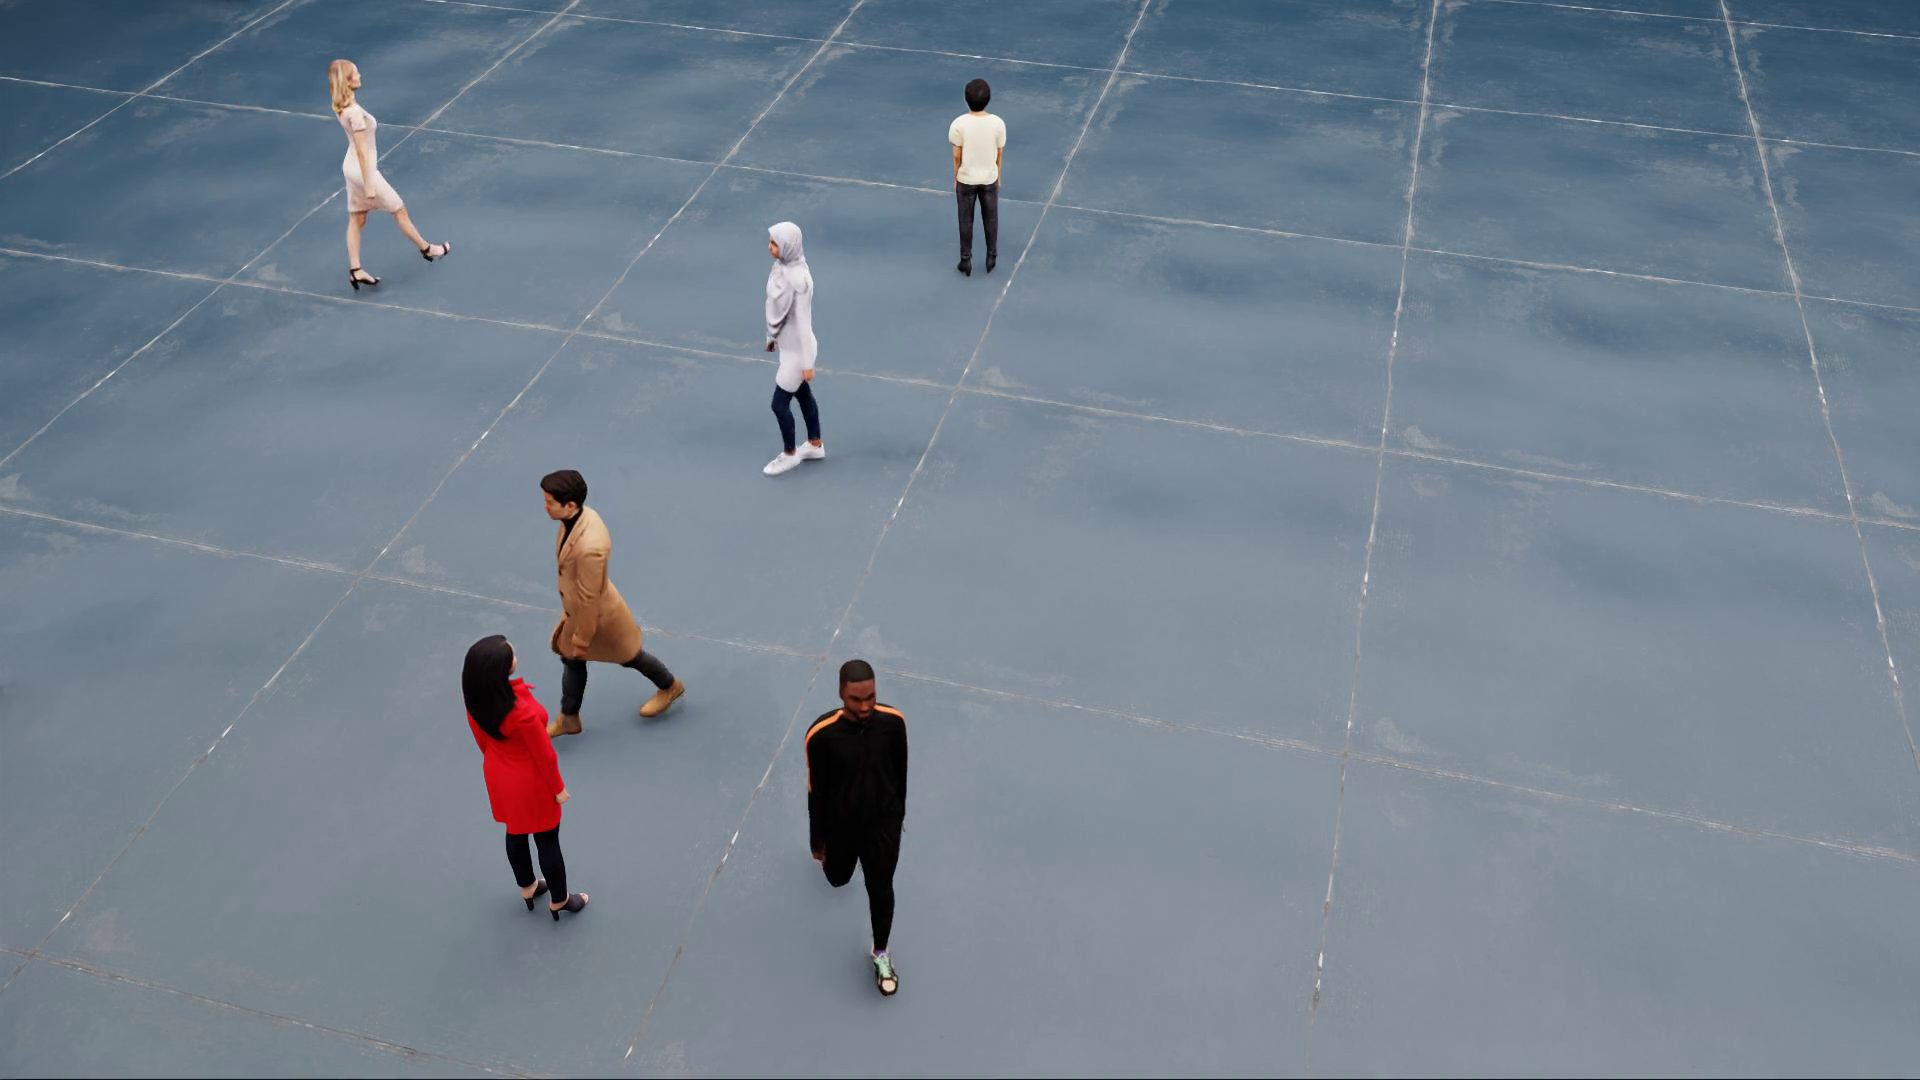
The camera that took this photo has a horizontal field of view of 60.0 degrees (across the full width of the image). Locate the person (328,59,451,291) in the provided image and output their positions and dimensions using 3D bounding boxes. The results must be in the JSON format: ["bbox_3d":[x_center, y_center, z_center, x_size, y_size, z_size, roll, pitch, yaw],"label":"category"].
[{"bbox_3d":[-4.592,-2.710,12.569,1.135,1.788,0.983,-27,46,-30],"label":"person"}]

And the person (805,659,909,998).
[{"bbox_3d":[-0.484,1.209,7.559,0.958,1.789,1.165,-10,39,-12],"label":"person"}]

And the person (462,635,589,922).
[{"bbox_3d":[-2.029,1.115,7.712,0.674,1.748,0.682,19,42,23],"label":"person"}]

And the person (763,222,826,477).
[{"bbox_3d":[-0.987,-1.240,10.707,0.874,1.767,0.804,-13,40,-16],"label":"person"}]

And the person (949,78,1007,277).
[{"bbox_3d":[0.135,-2.788,12.832,0.654,1.588,0.623,-6,38,-8],"label":"person"}]

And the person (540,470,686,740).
[{"bbox_3d":[-1.832,0.344,8.748,1.174,1.687,1.104,-19,42,-23],"label":"person"}]
